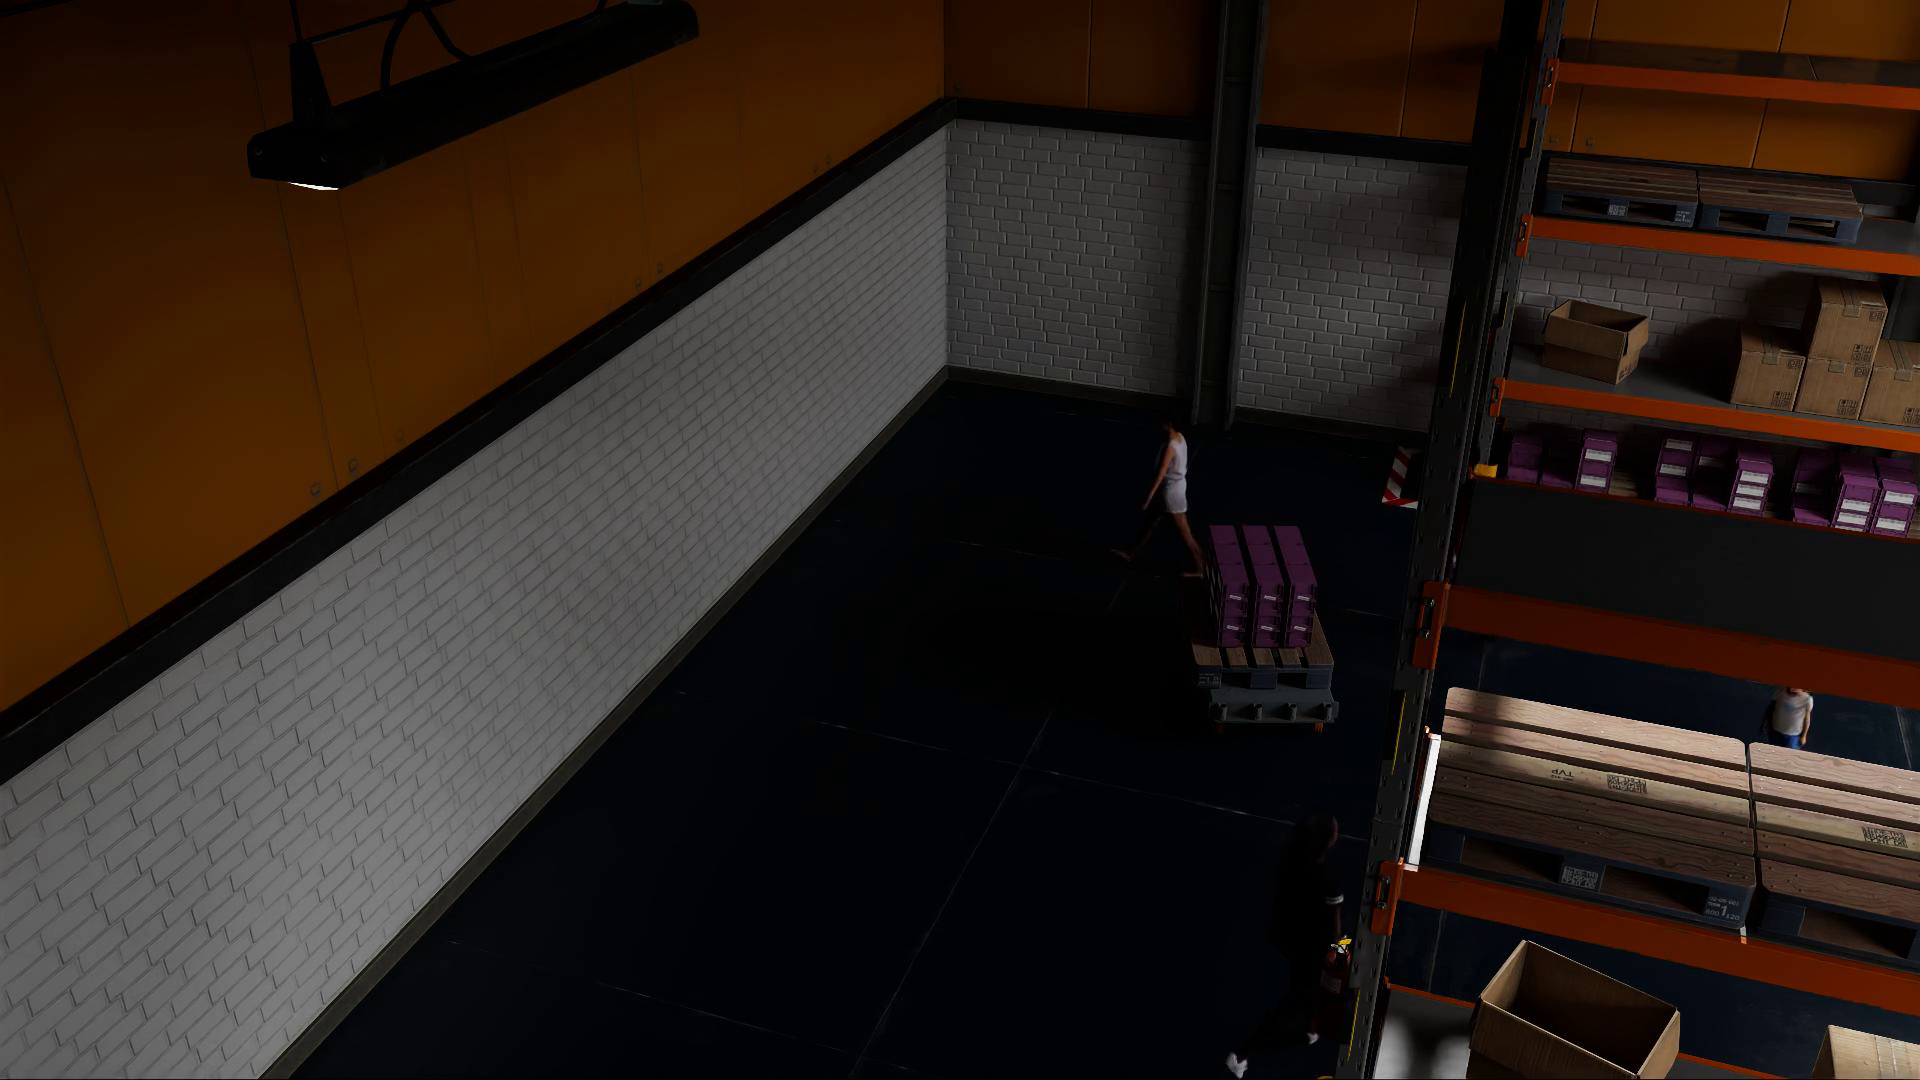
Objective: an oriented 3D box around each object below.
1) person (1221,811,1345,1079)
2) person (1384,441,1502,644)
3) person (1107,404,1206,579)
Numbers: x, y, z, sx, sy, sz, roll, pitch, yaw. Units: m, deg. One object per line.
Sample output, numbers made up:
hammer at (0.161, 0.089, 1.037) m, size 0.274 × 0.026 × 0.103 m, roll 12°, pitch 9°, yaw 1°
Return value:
person at (1.799, 2.238, 9.043) m, size 1.140 × 1.700 × 1.126 m, roll -15°, pitch 32°, yaw -25°
person at (3.955, 0.072, 12.973) m, size 1.200 × 1.740 × 0.810 m, roll 16°, pitch 32°, yaw 27°
person at (1.845, -0.352, 13.943) m, size 1.099 × 1.555 × 0.640 m, roll 7°, pitch 29°, yaw 12°
